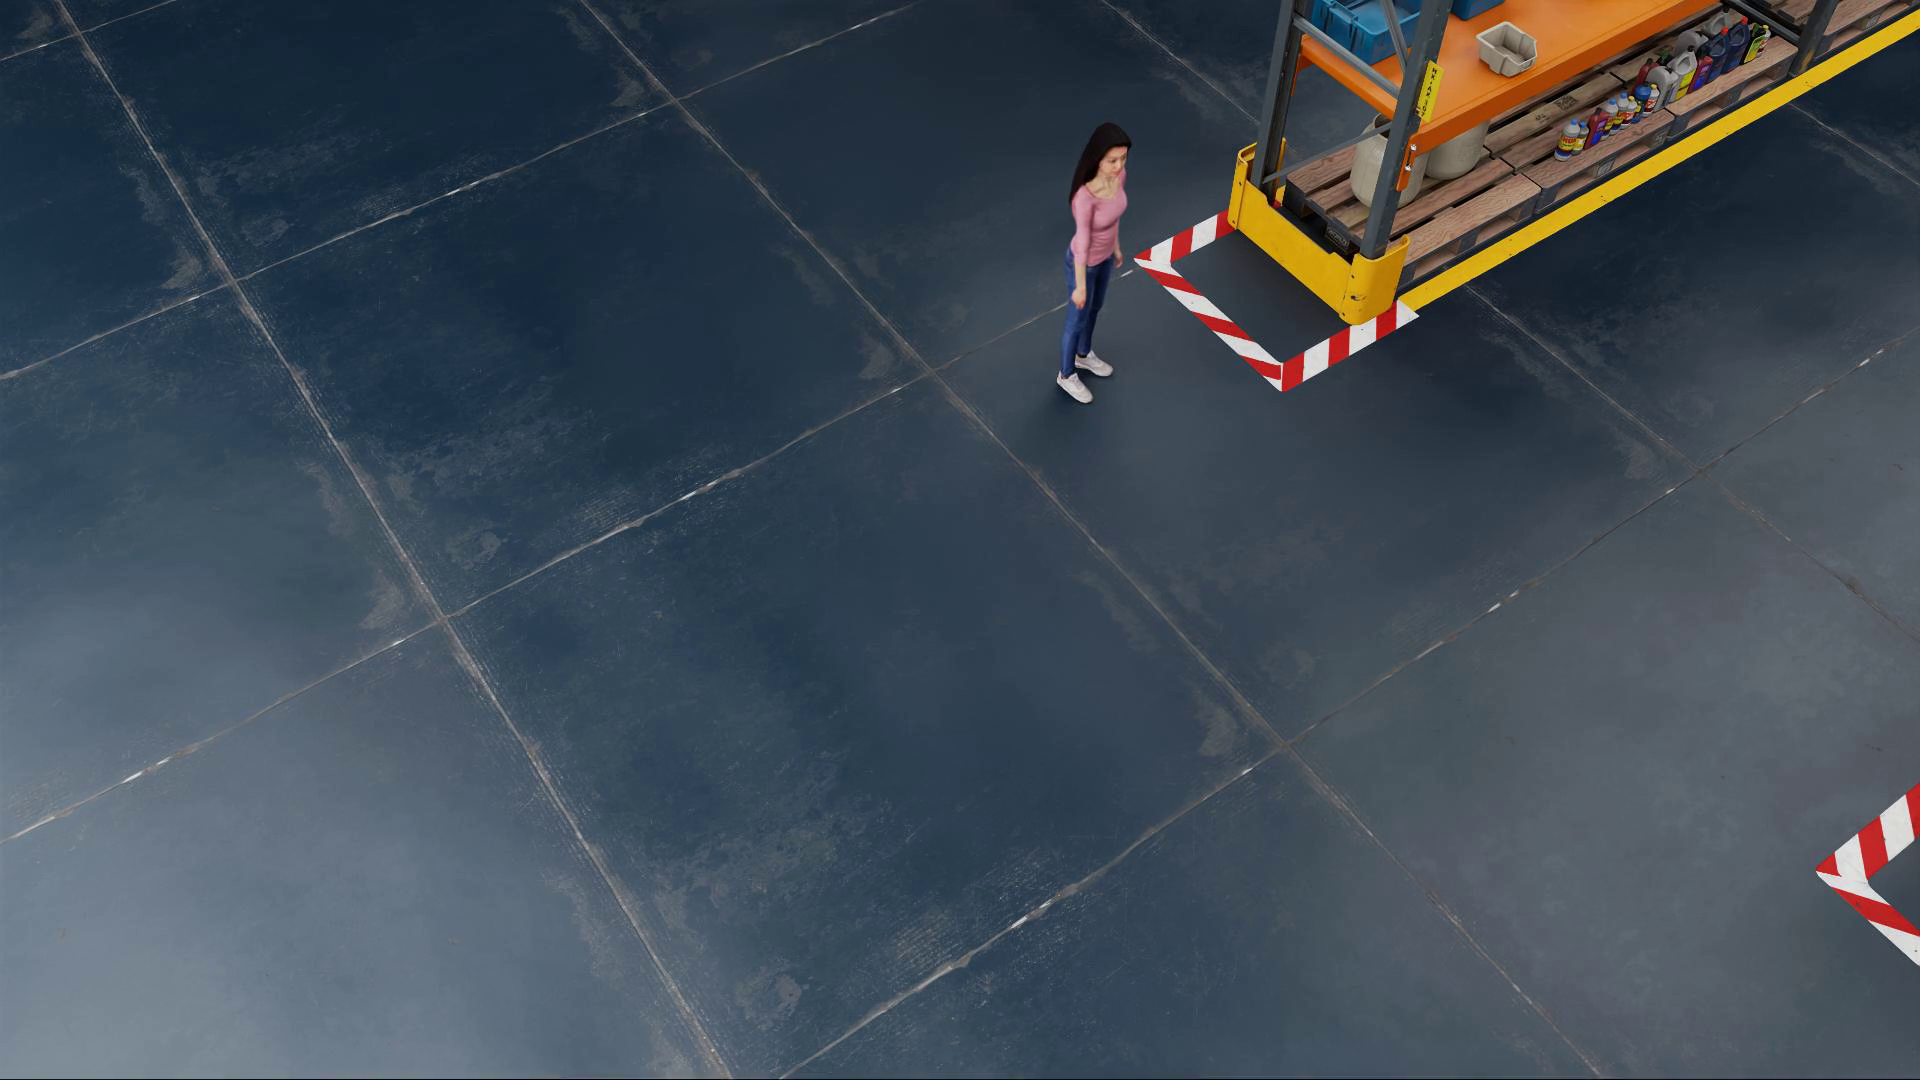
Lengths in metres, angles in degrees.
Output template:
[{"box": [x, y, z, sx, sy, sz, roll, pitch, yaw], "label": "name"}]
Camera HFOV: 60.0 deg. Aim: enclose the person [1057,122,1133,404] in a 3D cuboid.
[{"box": [0.699, -1.477, 8.770, 0.684, 1.742, 0.548, 30, 58, 21], "label": "person"}]
